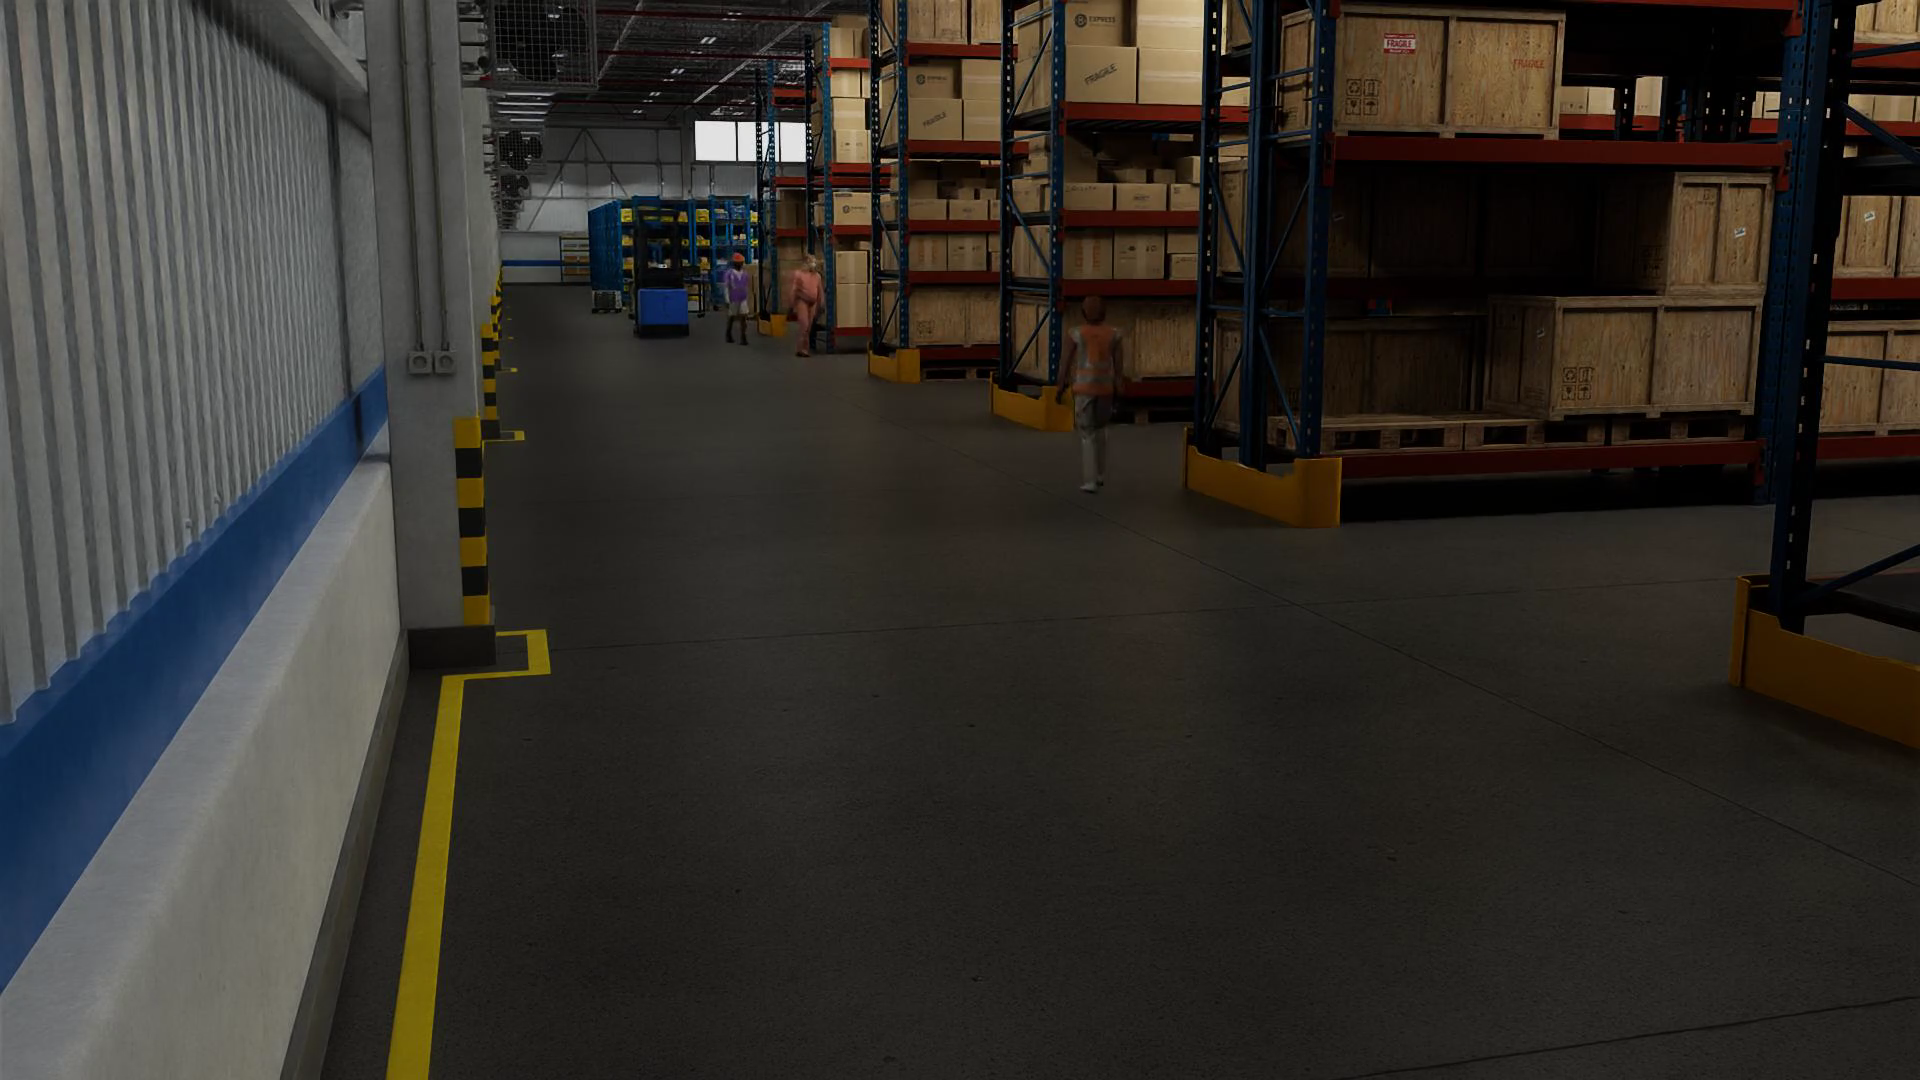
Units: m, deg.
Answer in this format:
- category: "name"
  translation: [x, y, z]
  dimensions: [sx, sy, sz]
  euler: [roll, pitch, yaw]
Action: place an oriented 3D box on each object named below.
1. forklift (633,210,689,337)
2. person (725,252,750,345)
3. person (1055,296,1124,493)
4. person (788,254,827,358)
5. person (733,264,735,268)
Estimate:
- category: "forklift"
  translation: [-6.694, -5.958, 37.113]
  dimensions: [1.129, 2.768, 1.873]
  euler: [-3, 10, -15]
- category: "person"
  translation: [-4.599, -4.974, 34.283]
  dimensions: [0.553, 1.919, 0.808]
  euler: [-5, 11, -27]
- category: "person"
  translation: [1.066, -1.215, 13.863]
  dimensions: [0.534, 1.608, 0.768]
  euler: [-3, 10, -15]
- category: "person"
  translation: [-2.778, -4.289, 30.504]
  dimensions: [0.621, 1.877, 0.669]
  euler: [9, 14, 43]
- category: "person"
  translation: [-6.434, -7.329, 48.142]
  dimensions: [0.499, 1.731, 0.379]
  euler: [8, 13, 39]
